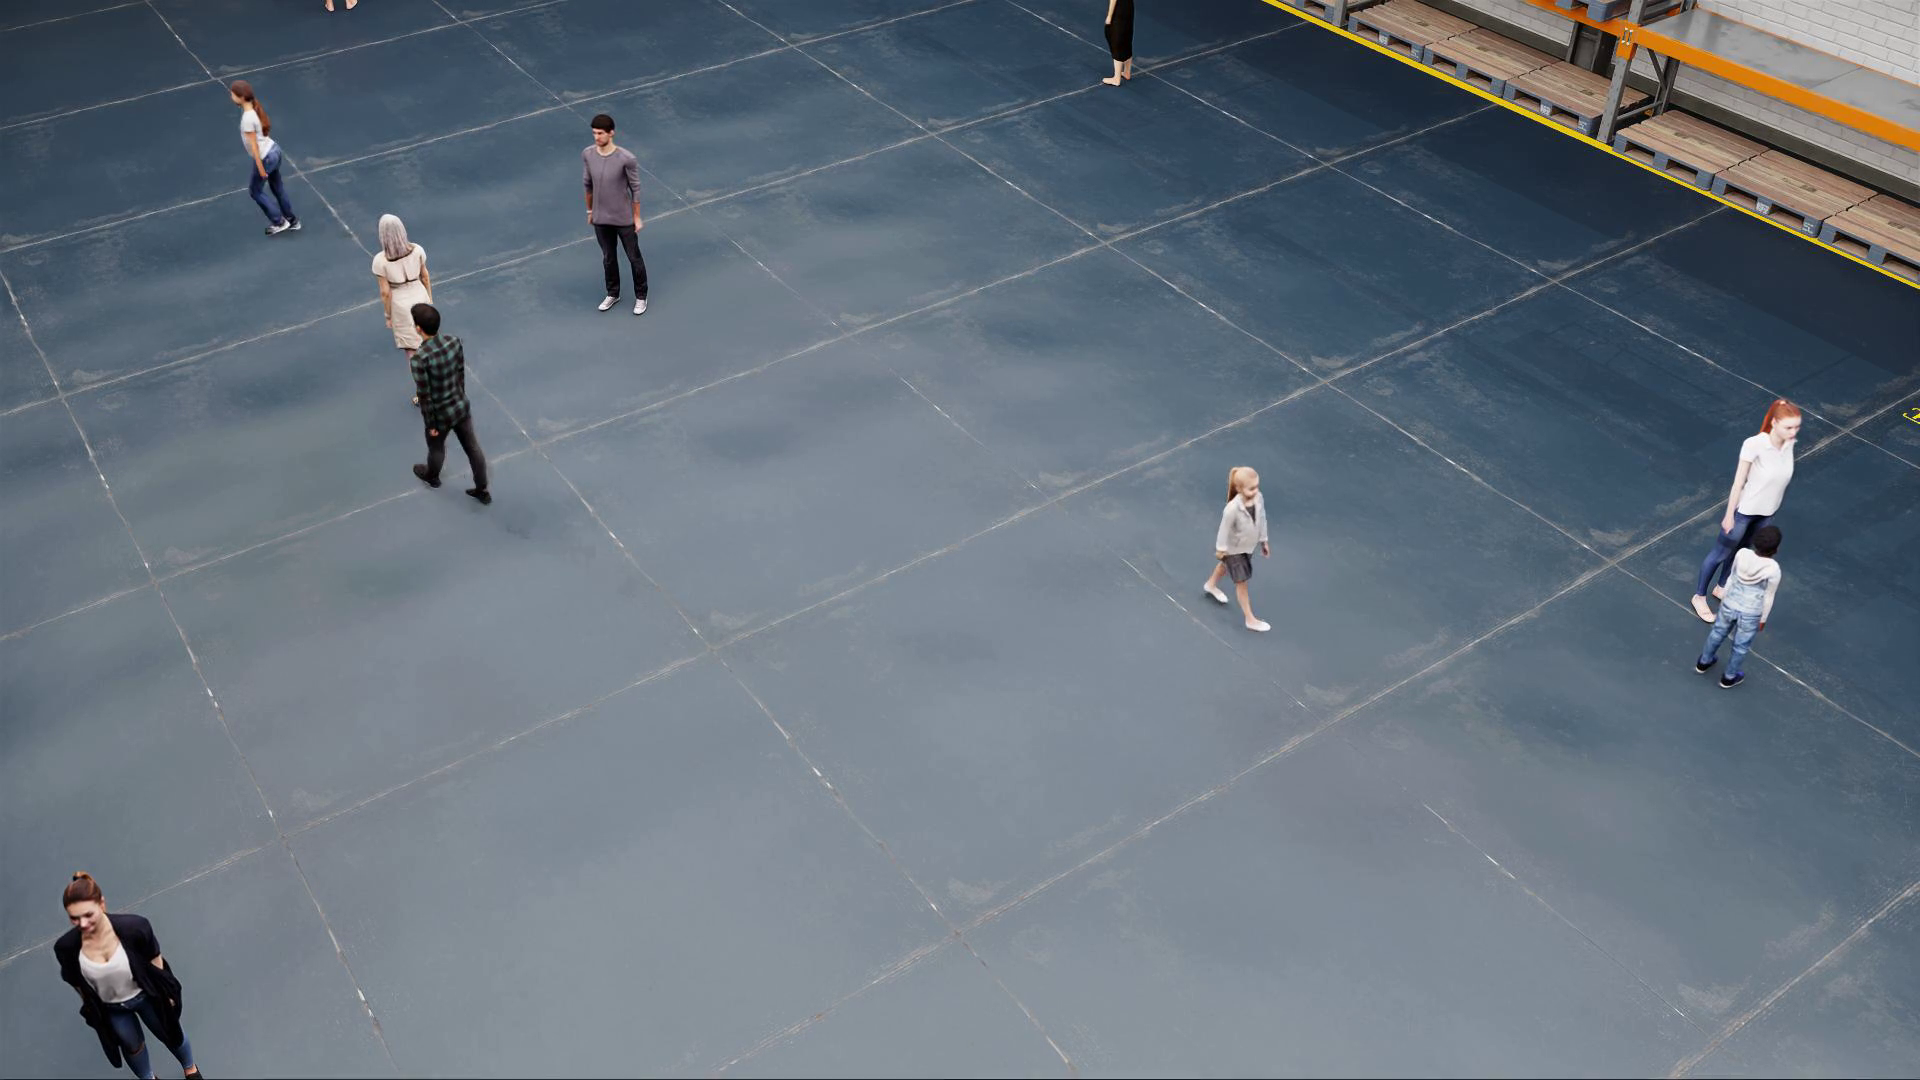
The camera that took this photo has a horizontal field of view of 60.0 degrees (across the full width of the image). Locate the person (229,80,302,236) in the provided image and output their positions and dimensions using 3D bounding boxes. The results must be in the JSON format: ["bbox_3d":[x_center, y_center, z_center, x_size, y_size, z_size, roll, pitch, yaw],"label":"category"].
[{"bbox_3d":[-6.602,-3.667,15.950,0.717,1.545,0.653,1,39,1],"label":"person"}]

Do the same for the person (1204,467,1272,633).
[{"bbox_3d":[1.903,0.000,11.607,0.553,1.236,0.902,-29,47,-31],"label":"person"}]

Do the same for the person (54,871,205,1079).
[{"bbox_3d":[-4.183,2.287,8.385,0.688,1.683,0.655,-12,40,-15],"label":"person"}]

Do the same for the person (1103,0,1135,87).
[{"bbox_3d":[1.819,-5.942,18.736,0.634,1.624,0.630,28,47,31],"label":"person"}]

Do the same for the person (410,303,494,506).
[{"bbox_3d":[-3.828,-0.976,12.539,1.095,1.686,0.900,25,45,28],"label":"person"}]

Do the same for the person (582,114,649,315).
[{"bbox_3d":[-3.058,-2.895,14.736,0.723,1.853,0.797,8,39,10],"label":"person"}]

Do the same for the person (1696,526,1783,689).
[{"bbox_3d":[5.204,0.431,11.049,0.533,1.258,0.412,-24,45,-27],"label":"person"}]

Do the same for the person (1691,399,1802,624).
[{"bbox_3d":[5.439,-0.216,11.473,0.610,1.740,0.601,-14,41,-16],"label":"person"}]

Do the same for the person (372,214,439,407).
[{"bbox_3d":[-4.455,-1.849,13.521,0.609,1.736,0.560,-28,46,-30],"label":"person"}]
